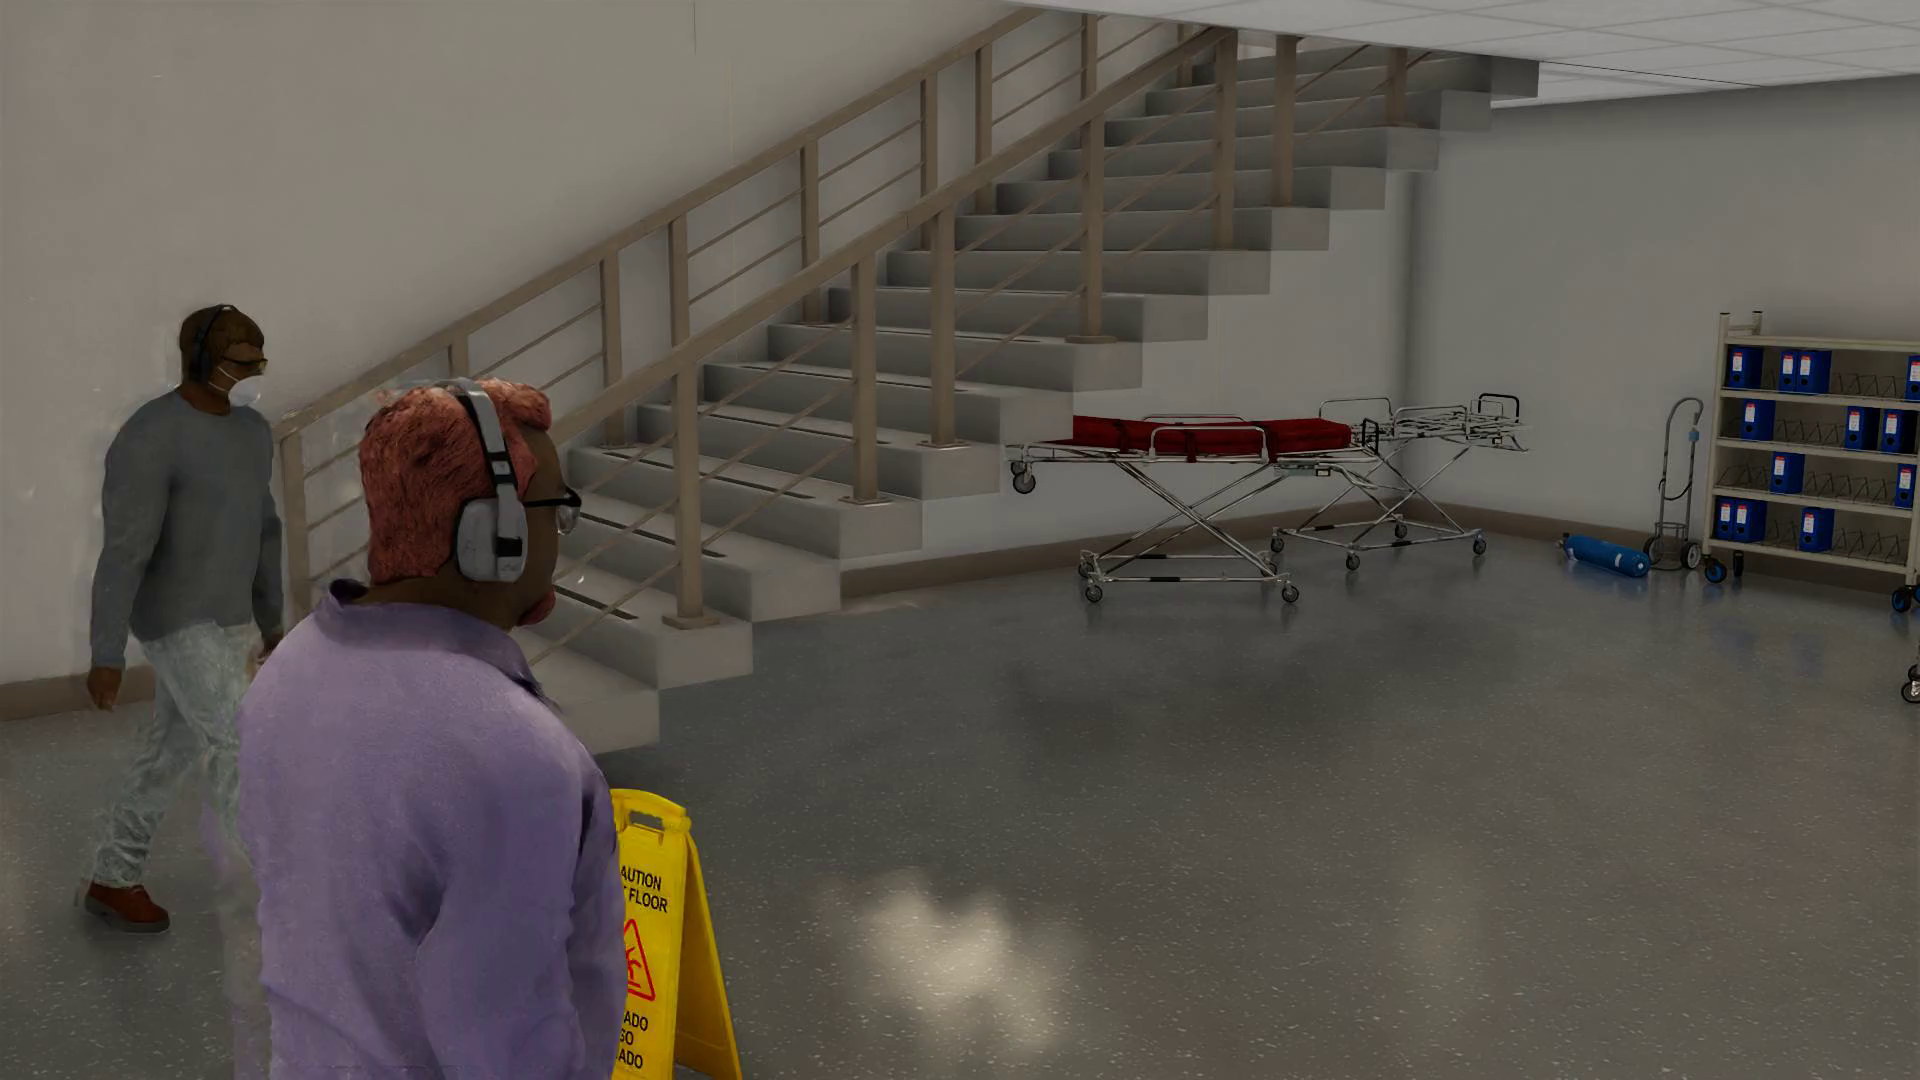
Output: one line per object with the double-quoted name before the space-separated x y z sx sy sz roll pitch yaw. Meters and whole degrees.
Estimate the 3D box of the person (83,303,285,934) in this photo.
"person" -2.219 0.261 4.839 0.986 1.881 0.700 1 10 7

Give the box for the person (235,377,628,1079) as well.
"person" -0.529 0.736 2.076 0.657 1.869 0.897 9 13 42
